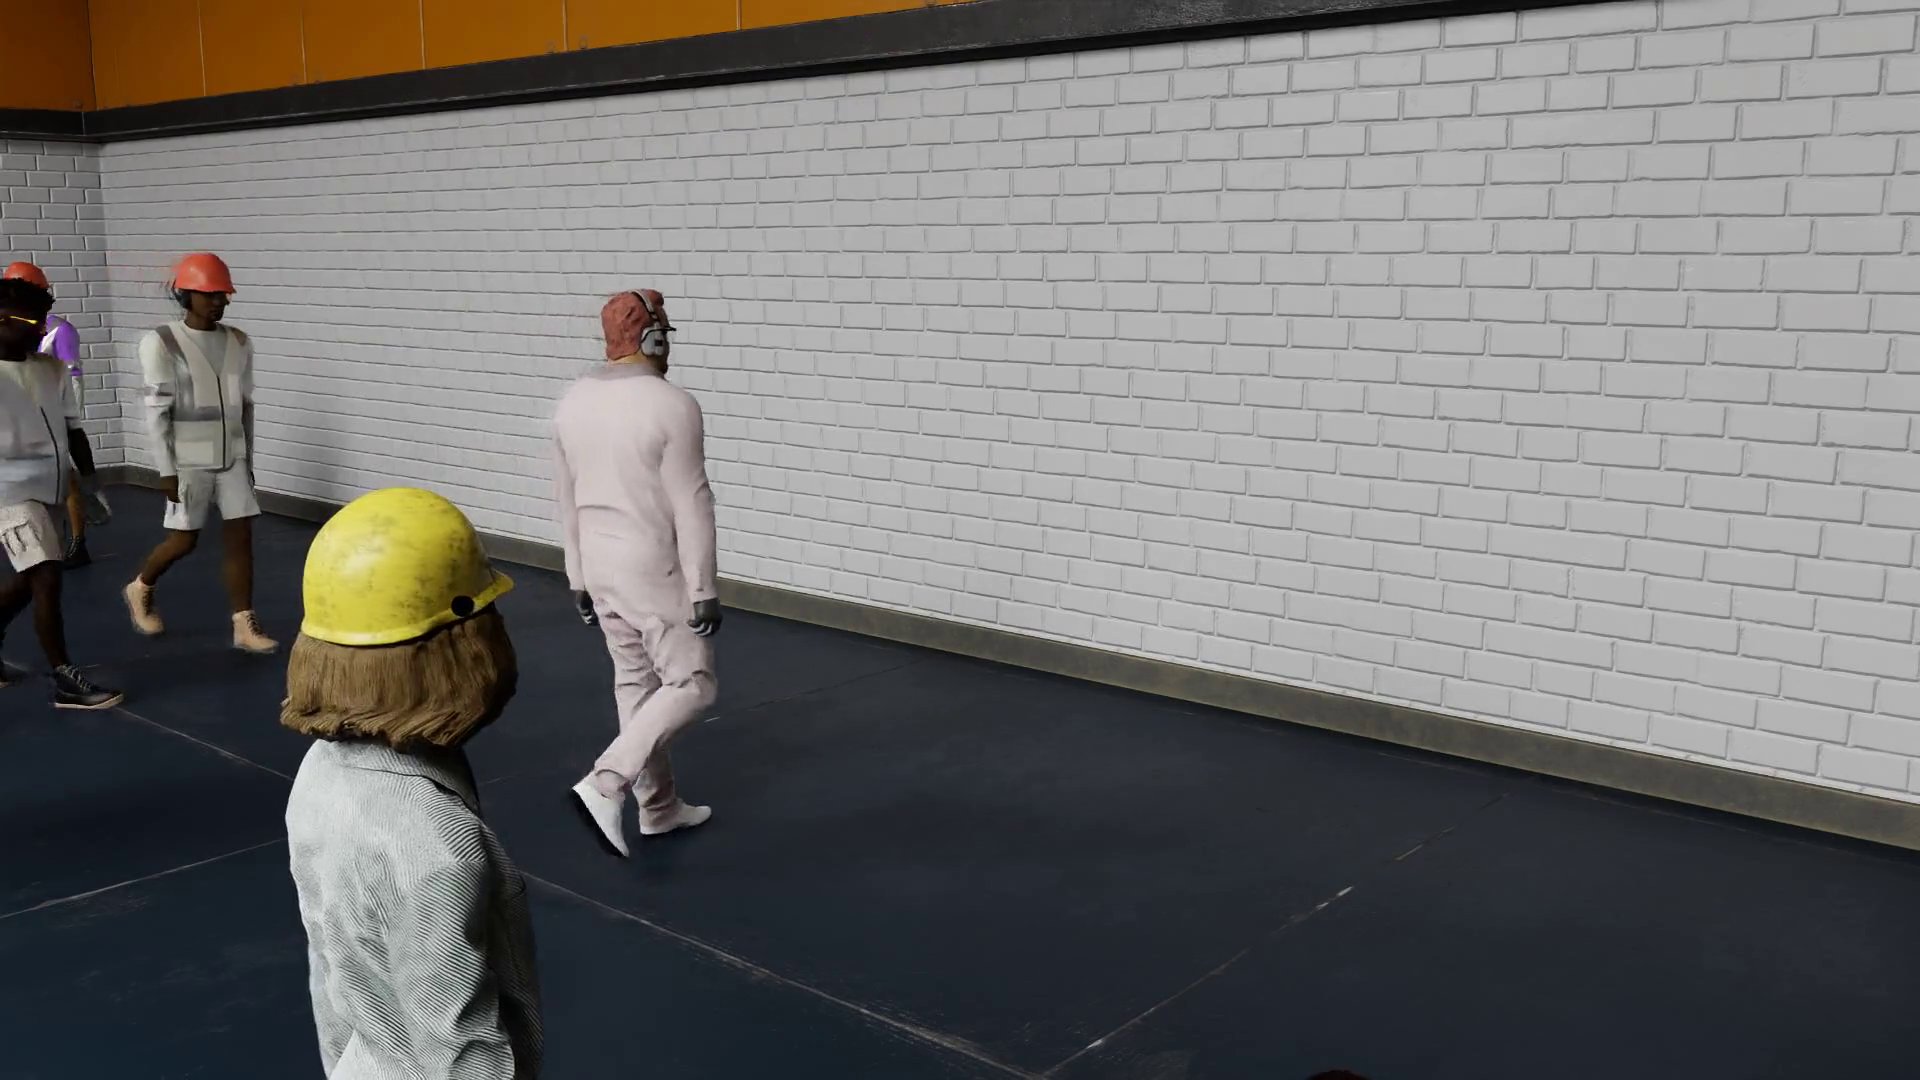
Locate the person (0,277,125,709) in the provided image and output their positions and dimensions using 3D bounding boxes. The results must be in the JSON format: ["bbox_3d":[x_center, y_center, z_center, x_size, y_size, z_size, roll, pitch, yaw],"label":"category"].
[{"bbox_3d":[-4.217,-0.220,7.457,0.980,1.914,0.604,2,10,13],"label":"person"}]

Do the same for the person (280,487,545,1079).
[{"bbox_3d":[-0.648,0.800,2.066,0.284,1.746,0.489,-7,12,-36],"label":"person"}]

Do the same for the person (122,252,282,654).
[{"bbox_3d":[-3.855,-0.430,8.357,0.866,2.017,0.615,6,12,31],"label":"person"}]

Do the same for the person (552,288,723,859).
[{"bbox_3d":[-1.071,0.123,5.496,0.659,1.892,0.621,8,13,39],"label":"person"}]

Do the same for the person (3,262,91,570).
[{"bbox_3d":[-5.776,-0.766,10.441,0.552,1.933,0.374,3,10,16],"label":"person"}]
